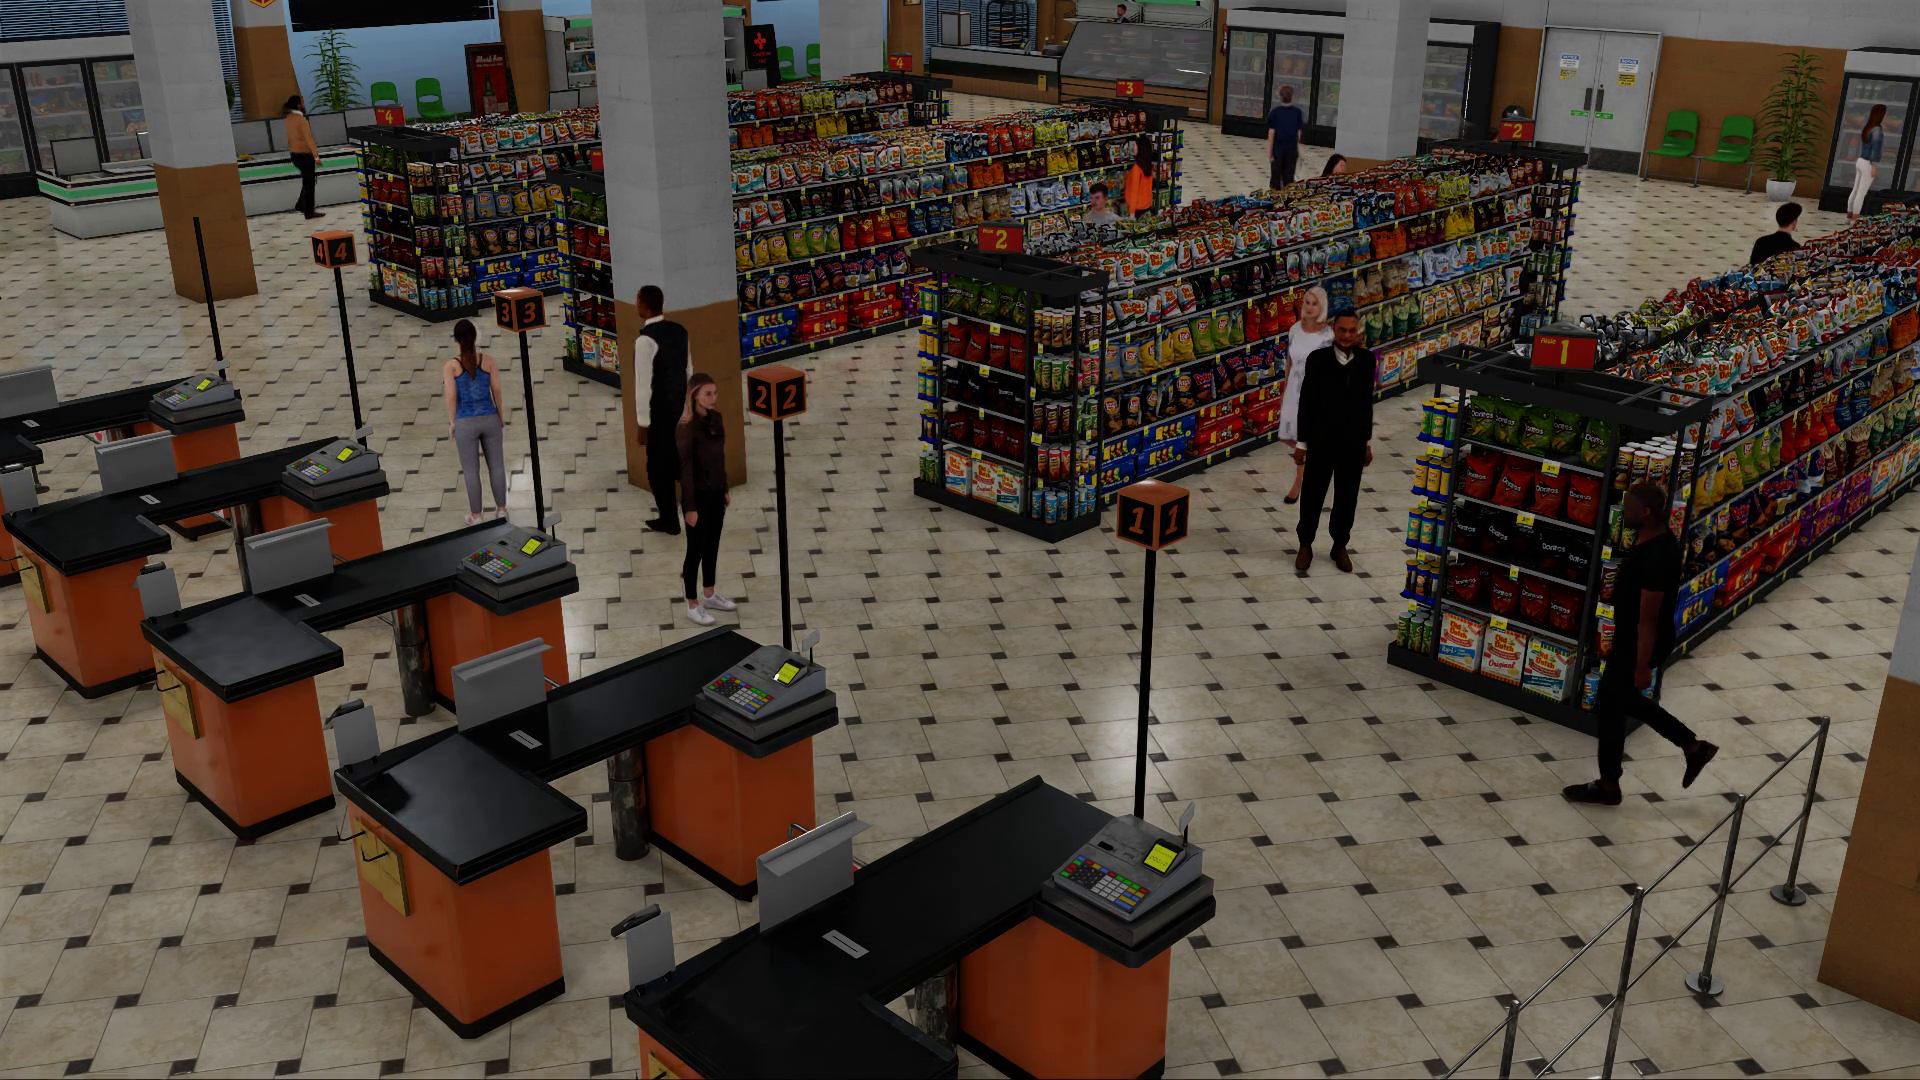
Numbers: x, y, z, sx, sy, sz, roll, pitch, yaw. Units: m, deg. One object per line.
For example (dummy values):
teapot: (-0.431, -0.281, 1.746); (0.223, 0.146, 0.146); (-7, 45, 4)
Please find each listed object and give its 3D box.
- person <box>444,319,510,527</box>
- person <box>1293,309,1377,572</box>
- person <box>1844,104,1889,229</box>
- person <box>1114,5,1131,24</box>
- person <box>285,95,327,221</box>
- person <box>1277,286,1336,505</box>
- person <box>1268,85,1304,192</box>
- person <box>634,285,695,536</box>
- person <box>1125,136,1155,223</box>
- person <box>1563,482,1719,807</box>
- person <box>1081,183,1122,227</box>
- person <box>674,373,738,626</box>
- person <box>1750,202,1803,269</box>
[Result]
person: (-3.667, -0.880, 12.620); (0.564, 1.609, 0.691); (-13, 25, -29)
person: (2.668, -0.711, 11.803); (0.798, 1.904, 0.847); (1, 22, 2)
person: (12.750, -5.268, 23.414); (0.749, 1.702, 0.643); (4, 22, 11)
person: (3.717, -11.425, 38.515); (0.614, 1.868, 0.570); (20, 29, 41)
person: (-9.494, -5.475, 23.872); (0.644, 1.744, 0.587); (20, 29, 40)
person: (2.757, -1.159, 13.143); (0.589, 1.737, 0.777); (19, 29, 39)
person: (4.694, -5.545, 23.950); (1.142, 1.818, 1.302); (2, 22, 6)
person: (-2.104, -0.899, 12.336); (0.932, 1.856, 0.946); (10, 24, 24)
person: (2.210, -4.052, 20.327); (0.741, 1.748, 0.595); (11, 24, 25)
person: (3.663, 0.574, 8.761); (0.991, 1.786, 1.036); (6, 23, 14)
person: (1.468, -2.681, 16.840); (0.859, 1.804, 1.206); (12, 25, 27)
person: (-1.702, -0.291, 11.027); (0.726, 1.702, 0.556); (11, 24, 25)
person: (7.490, -2.177, 15.512); (1.248, 1.858, 0.837); (-14, 26, -31)
